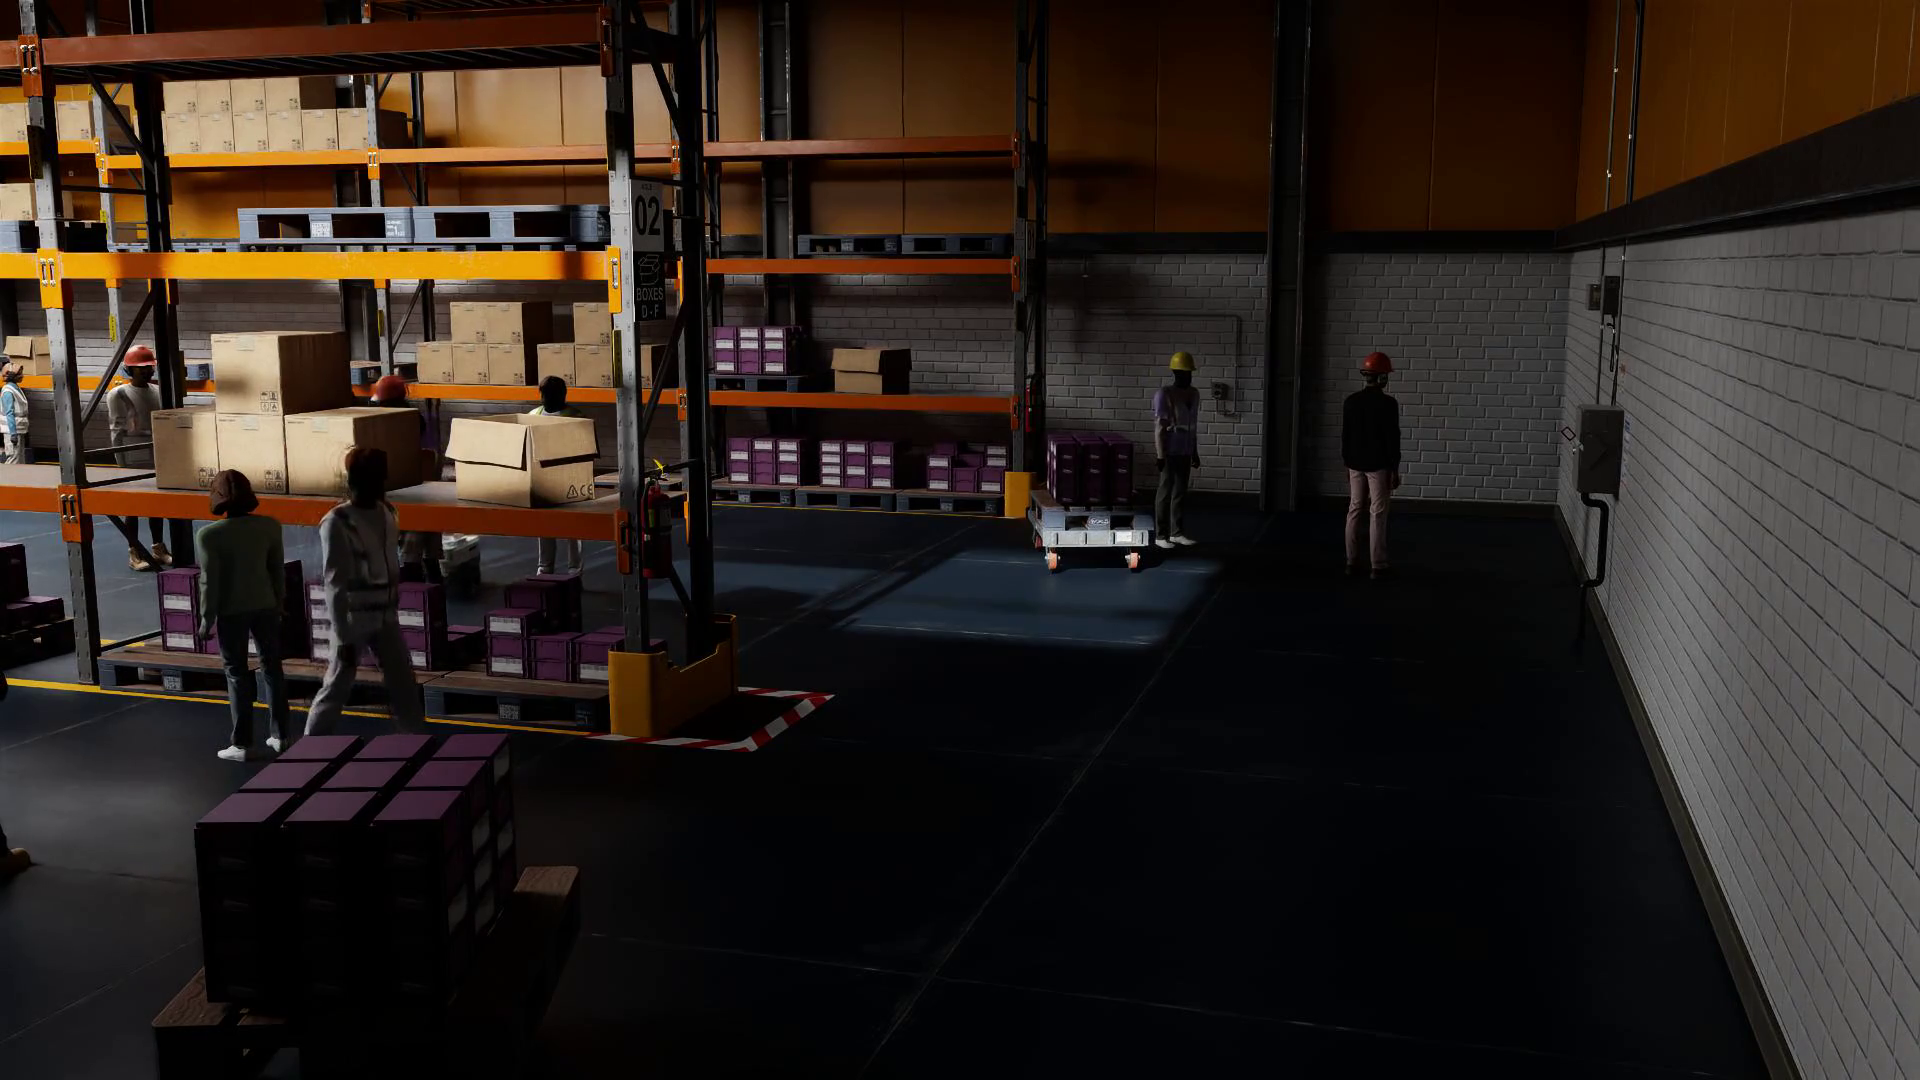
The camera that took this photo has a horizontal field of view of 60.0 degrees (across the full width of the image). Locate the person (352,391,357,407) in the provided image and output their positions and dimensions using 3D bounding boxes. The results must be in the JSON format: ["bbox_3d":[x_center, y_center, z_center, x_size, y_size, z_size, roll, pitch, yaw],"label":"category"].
[{"bbox_3d":[-5.786,-0.652,15.760,0.309,1.640,0.512,4,10,25],"label":"person"}]

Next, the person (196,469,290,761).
[{"bbox_3d":[-3.992,0.415,9.271,0.279,1.633,0.499,7,12,37],"label":"person"}]

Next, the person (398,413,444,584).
[{"bbox_3d":[-4.032,-0.117,12.322,0.319,1.697,0.532,3,10,18],"label":"person"}]

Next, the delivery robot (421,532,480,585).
[{"bbox_3d":[-4.331,0.118,14.078,0.477,0.478,0.707,1,9,3],"label":"delivery robot"}]

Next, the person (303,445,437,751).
[{"bbox_3d":[-3.106,0.421,8.651,1.002,1.834,0.602,3,10,19],"label":"person"}]

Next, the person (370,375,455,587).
[{"bbox_3d":[-4.495,-0.439,13.781,0.564,1.887,0.847,6,11,34],"label":"person"}]

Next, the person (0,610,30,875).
[{"bbox_3d":[-4.558,0.516,7.417,0.688,2.000,0.539,0,9,2],"label":"person"}]

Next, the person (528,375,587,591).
[{"bbox_3d":[-3.397,-0.457,13.949,0.627,1.846,0.429,3,10,19],"label":"person"}]

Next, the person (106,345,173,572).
[{"bbox_3d":[-7.380,-0.744,15.090,0.371,2.044,0.608,4,10,25],"label":"person"}]

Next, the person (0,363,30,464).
[{"bbox_3d":[-11.049,-1.254,19.462,0.317,1.631,0.511,-3,10,-19],"label":"person"}]

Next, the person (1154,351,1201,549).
[{"bbox_3d":[2.144,-0.881,16.280,0.589,1.927,0.388,-8,12,-41],"label":"person"}]

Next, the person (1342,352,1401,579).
[{"bbox_3d":[3.646,-0.655,14.696,0.377,1.995,0.608,-7,12,-36],"label":"person"}]
